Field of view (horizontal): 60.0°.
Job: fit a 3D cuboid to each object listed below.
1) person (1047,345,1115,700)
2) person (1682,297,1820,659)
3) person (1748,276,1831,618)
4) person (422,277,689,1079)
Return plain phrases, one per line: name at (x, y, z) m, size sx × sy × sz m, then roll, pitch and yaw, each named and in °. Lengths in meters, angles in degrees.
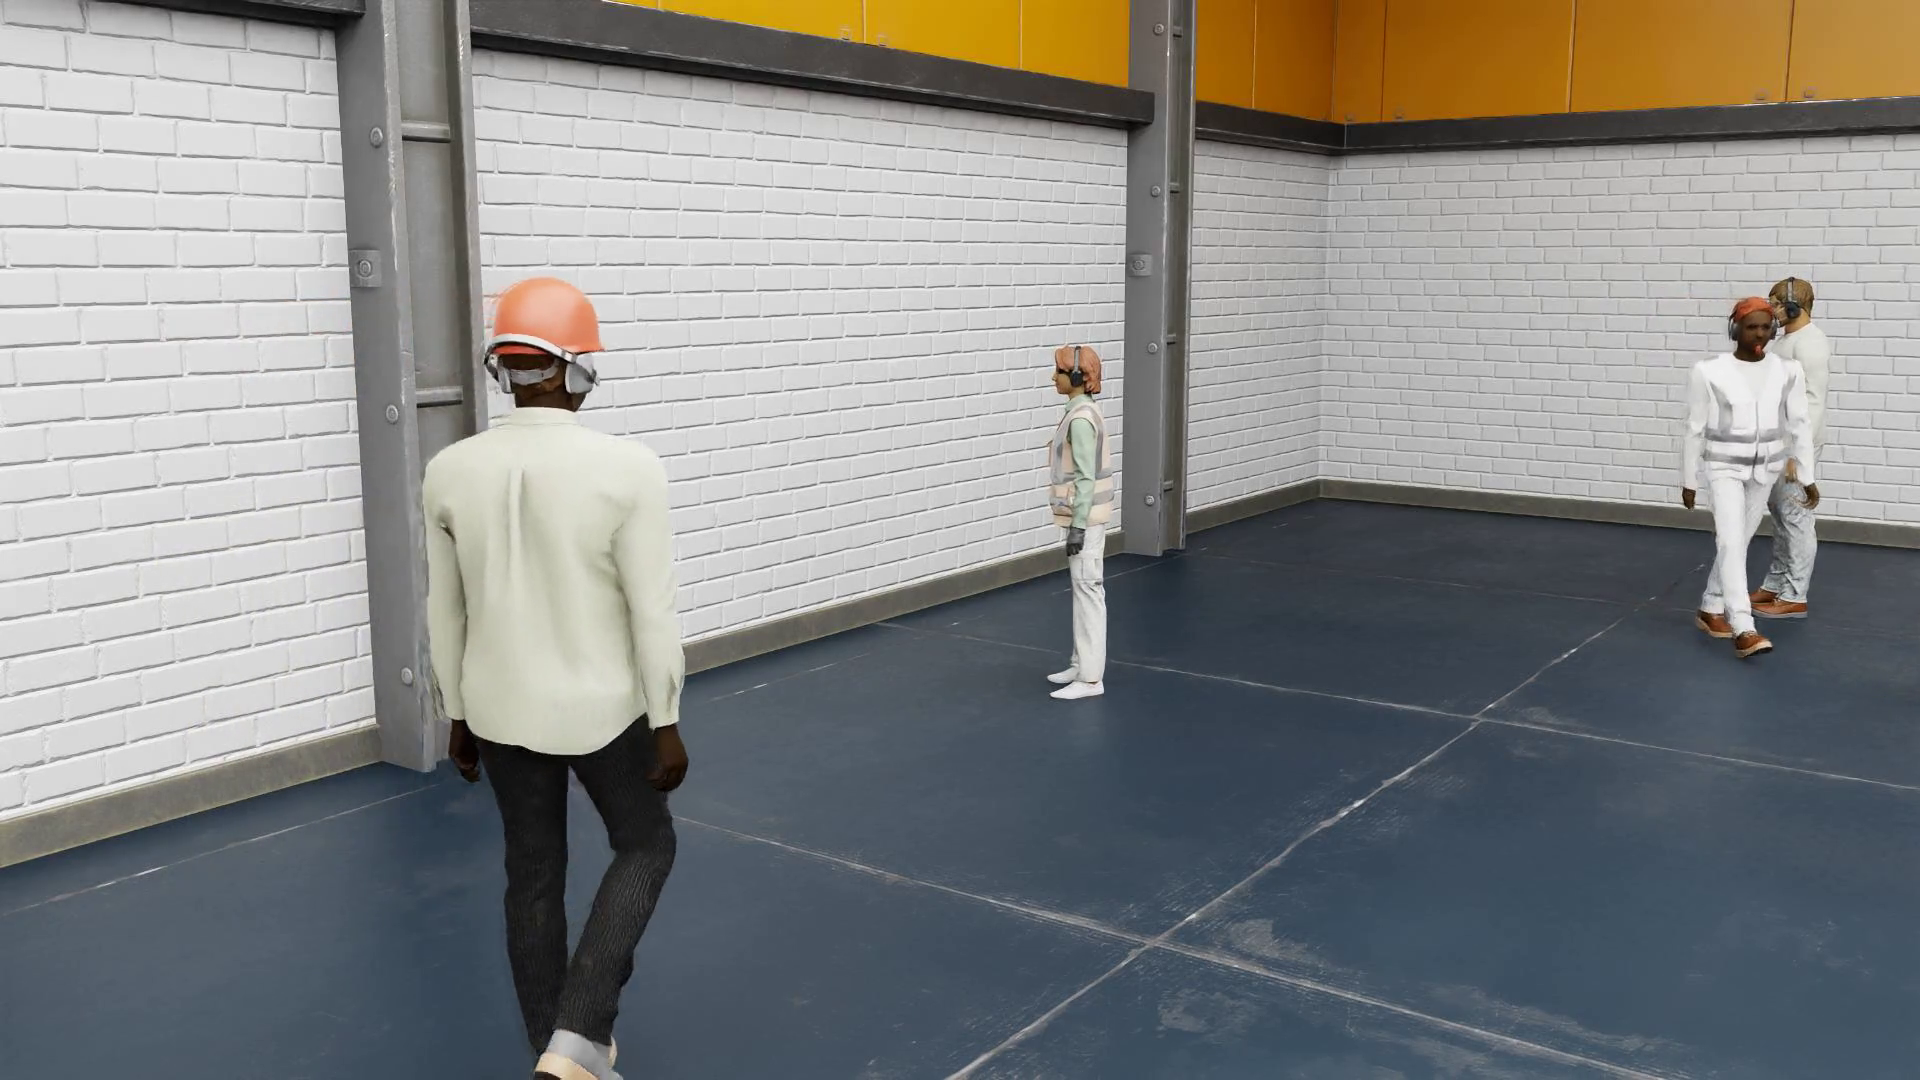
person at (0.556, -0.080, 7.705) m, size 0.314 × 1.641 × 0.515 m, roll 1°, pitch 10°, yaw 4°
person at (4.084, -0.330, 8.619) m, size 0.598 × 1.832 × 0.984 m, roll 0°, pitch 10°, yaw 0°
person at (4.710, -0.519, 9.448) m, size 0.377 × 1.934 × 0.629 m, roll 2°, pitch 10°, yaw 13°
person at (-0.931, 0.388, 3.886) m, size 0.638 × 1.983 × 0.442 m, roll 2°, pitch 10°, yaw 12°
